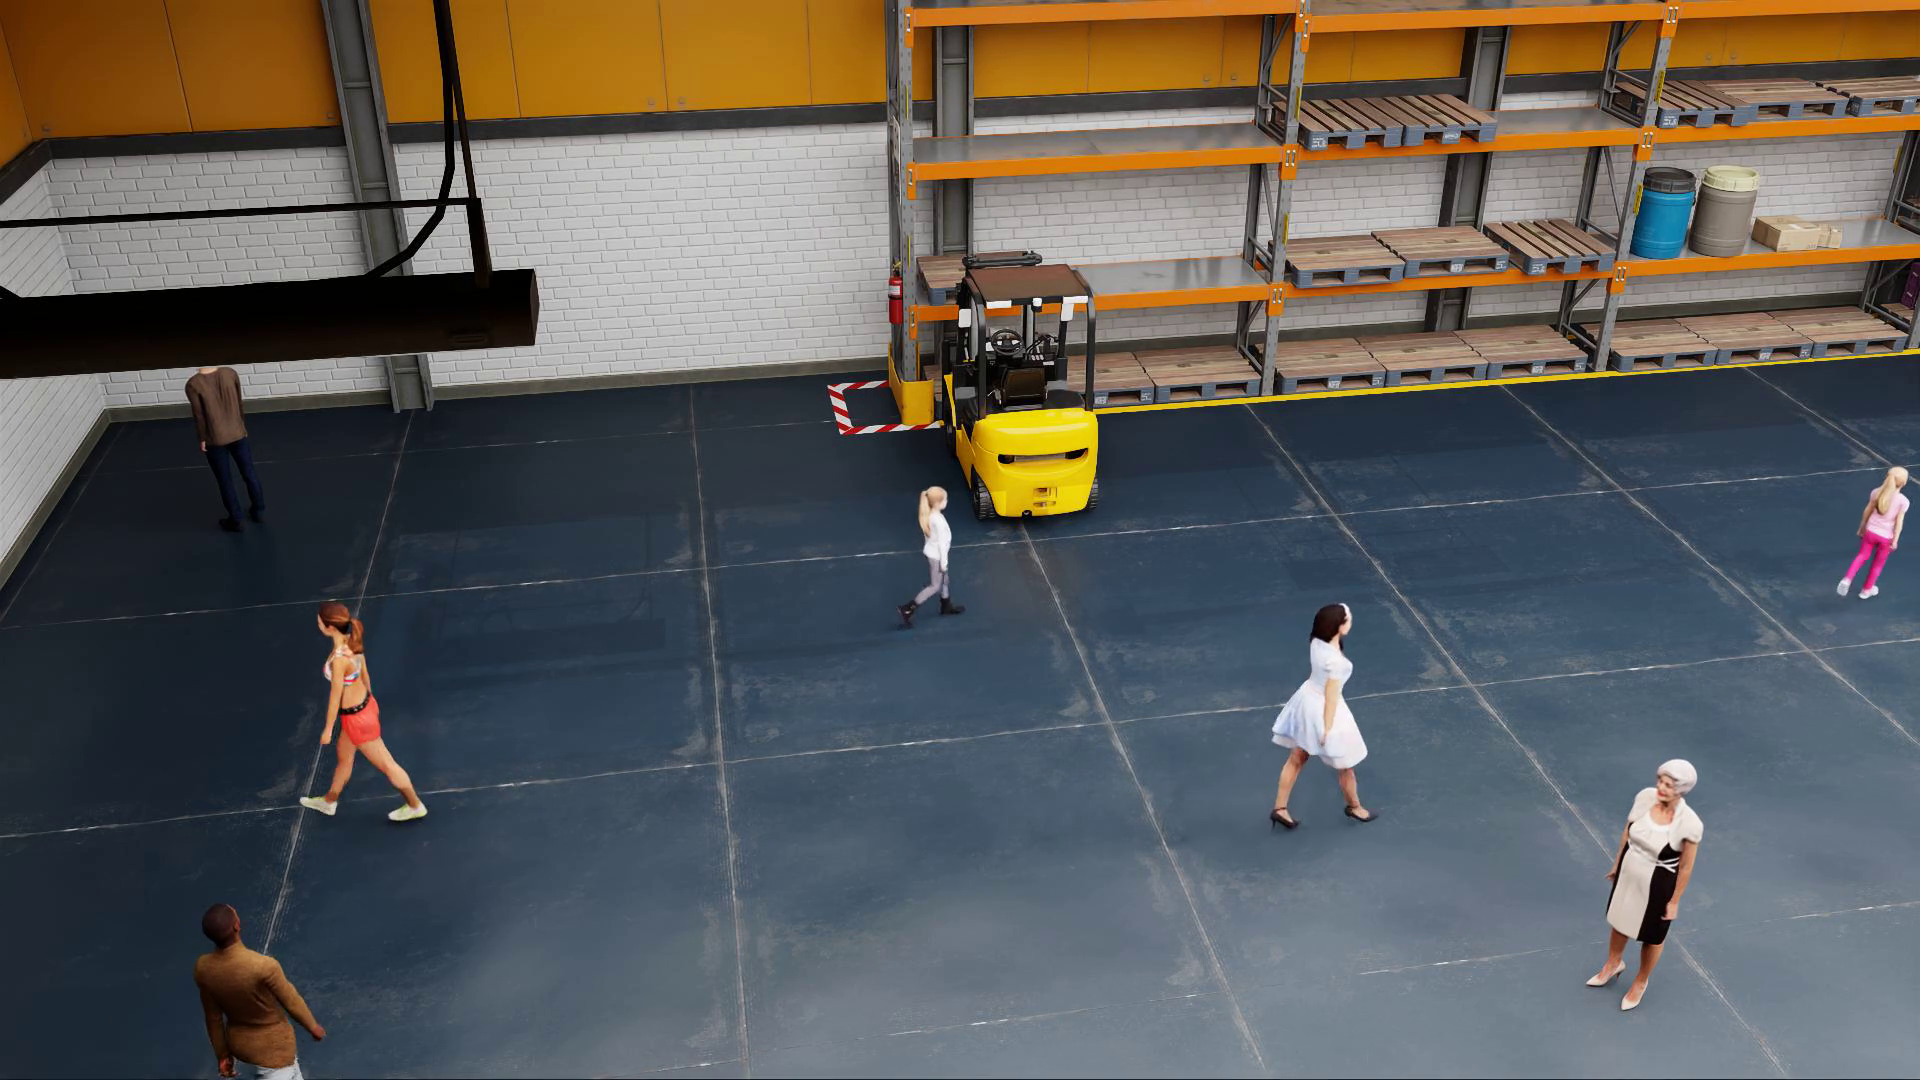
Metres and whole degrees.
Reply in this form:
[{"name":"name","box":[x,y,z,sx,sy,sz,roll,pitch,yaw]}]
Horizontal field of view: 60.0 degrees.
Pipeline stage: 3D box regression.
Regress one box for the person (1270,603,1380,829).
[{"name":"person","box":[2.370,1.252,11.381,1.017,1.783,0.645,-5,29,-9]}]

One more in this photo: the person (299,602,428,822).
[{"name":"person","box":[-4.041,1.238,11.438,1.111,1.751,0.642,-3,29,-6]}]

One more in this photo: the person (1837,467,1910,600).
[{"name":"person","box":[7.866,-0.037,14.285,0.819,1.263,0.672,-19,34,-31]}]

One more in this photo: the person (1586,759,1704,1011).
[{"name":"person","box":[4.124,2.046,9.952,0.656,1.756,0.700,-16,32,-27]}]

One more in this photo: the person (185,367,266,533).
[{"name":"person","box":[-6.795,-0.977,15.356,0.803,1.888,0.727,22,35,34]}]

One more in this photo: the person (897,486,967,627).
[{"name":"person","box":[-0.261,0.144,13.954,0.883,1.261,0.578,-9,30,-16]}]

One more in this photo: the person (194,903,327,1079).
[{"name":"person","box":[-3.690,2.724,8.692,1.275,1.773,1.051,7,29,13]}]
